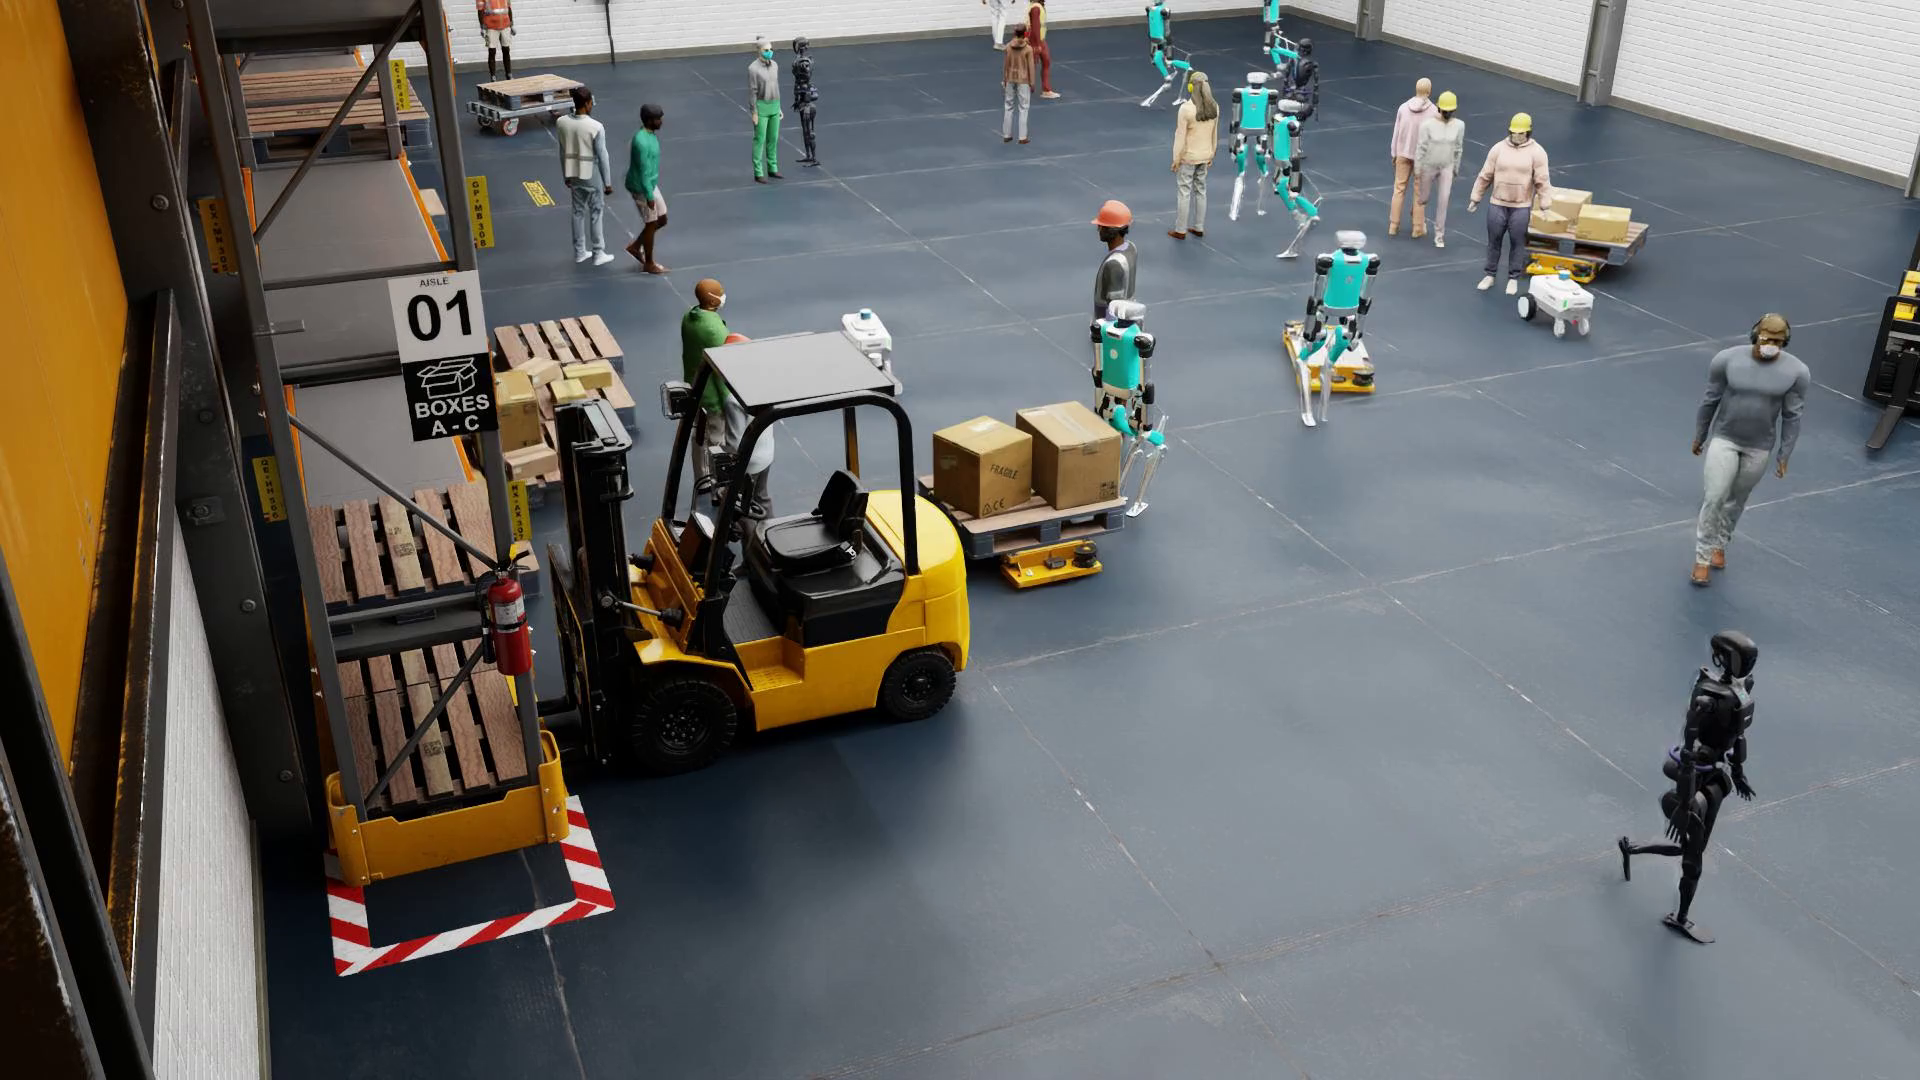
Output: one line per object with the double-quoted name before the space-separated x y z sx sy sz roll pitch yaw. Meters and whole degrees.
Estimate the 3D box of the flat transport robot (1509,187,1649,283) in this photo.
"flat transport robot" 6.733 -3.110 18.174 0.659 0.231 1.431 16 31 29

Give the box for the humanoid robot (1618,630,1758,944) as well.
"humanoid robot" 3.580 1.148 8.145 0.601 1.637 0.589 -20 33 -35

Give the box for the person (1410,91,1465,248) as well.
"person" 5.364 -4.233 18.786 0.549 1.730 0.740 0 27 0

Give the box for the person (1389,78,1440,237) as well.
"person" 5.174 -4.352 18.956 0.539 1.781 0.398 12 29 23

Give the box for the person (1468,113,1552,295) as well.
"person" 5.680 -3.478 17.140 0.810 1.858 0.438 14 30 25

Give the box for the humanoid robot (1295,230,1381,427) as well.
"humanoid robot" 3.072 -1.746 13.929 0.558 1.861 0.754 -4 27 -8

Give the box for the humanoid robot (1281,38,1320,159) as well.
"humanoid robot" 4.460 -5.784 21.980 0.766 1.636 0.612 -21 34 -36

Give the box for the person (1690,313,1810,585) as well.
"person" 5.342 -0.600 11.338 0.640 1.916 0.807 9 28 17

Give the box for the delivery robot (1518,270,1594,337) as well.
"delivery robot" 5.887 -2.353 16.363 0.499 0.607 0.790 -5 27 -10

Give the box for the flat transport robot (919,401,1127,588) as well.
"flat transport robot" 0.426 -0.077 12.141 0.659 0.231 1.431 -11 29 -21

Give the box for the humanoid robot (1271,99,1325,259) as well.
"humanoid robot" 3.717 -3.846 18.126 0.714 1.905 0.542 -7 28 -14

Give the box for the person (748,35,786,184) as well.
"person" -2.467 -5.488 21.155 0.325 1.839 0.524 20 33 34

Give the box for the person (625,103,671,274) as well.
"person" -3.321 -3.718 17.659 0.470 1.826 0.504 2 27 4

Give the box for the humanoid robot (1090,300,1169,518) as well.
"humanoid robot" 1.317 -1.006 12.205 0.533 1.677 0.735 23 35 38

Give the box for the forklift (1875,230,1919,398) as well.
"forklift" 9.029 -2.397 14.618 1.214 2.155 2.313 18 32 32

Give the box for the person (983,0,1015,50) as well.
"person" 0.684 -9.606 29.307 0.583 1.875 0.463 4 27 7

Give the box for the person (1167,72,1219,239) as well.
"person" 2.666 -4.343 18.858 0.567 1.867 0.416 -15 30 -27

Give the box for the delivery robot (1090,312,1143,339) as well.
"delivery robot" 1.523 -2.273 16.182 0.499 0.587 0.762 1 27 3

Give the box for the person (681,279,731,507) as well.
"person" -1.867 -1.103 12.512 0.383 1.778 0.547 -18 32 -31

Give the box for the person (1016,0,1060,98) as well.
"person" 1.131 -7.707 25.681 0.794 1.742 0.471 8 28 15

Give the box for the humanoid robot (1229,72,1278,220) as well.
"humanoid robot" 3.449 -4.670 19.681 0.531 1.803 0.797 5 27 10

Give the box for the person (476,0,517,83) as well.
"person" -7.319 -8.140 26.299 0.611 1.959 0.367 -20 33 -35

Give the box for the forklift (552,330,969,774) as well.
"forklift" -1.094 0.010 9.831 2.313 2.155 1.214 -10 28 -20

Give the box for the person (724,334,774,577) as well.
"person" -1.475 -0.589 11.523 0.350 1.737 0.572 9 28 17

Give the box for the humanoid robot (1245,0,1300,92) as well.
"humanoid robot" 4.993 -7.715 25.743 1.065 1.745 0.555 12 29 23

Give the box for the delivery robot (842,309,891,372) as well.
"delivery robot" -0.867 -1.827 15.321 0.499 0.611 0.814 -7 27 -13

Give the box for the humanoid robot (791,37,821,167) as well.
"humanoid robot" -2.043 -5.771 21.883 0.315 1.657 0.599 -9 28 -18

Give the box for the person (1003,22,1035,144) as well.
"person" 0.809 -6.308 23.003 0.474 1.641 0.333 11 29 22

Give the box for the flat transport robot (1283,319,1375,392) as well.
"flat transport robot" 3.395 -1.702 15.372 0.659 0.231 1.431 2 27 3

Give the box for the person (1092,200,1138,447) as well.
"person" 1.222 -1.739 13.473 0.376 2.045 0.605 8 28 15

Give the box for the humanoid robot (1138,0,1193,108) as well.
"humanoid robot" 3.152 -7.289 24.886 1.038 1.735 0.548 -13 30 -25

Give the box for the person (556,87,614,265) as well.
"person" -4.044 -3.916 17.958 0.600 1.907 0.401 11 29 20
